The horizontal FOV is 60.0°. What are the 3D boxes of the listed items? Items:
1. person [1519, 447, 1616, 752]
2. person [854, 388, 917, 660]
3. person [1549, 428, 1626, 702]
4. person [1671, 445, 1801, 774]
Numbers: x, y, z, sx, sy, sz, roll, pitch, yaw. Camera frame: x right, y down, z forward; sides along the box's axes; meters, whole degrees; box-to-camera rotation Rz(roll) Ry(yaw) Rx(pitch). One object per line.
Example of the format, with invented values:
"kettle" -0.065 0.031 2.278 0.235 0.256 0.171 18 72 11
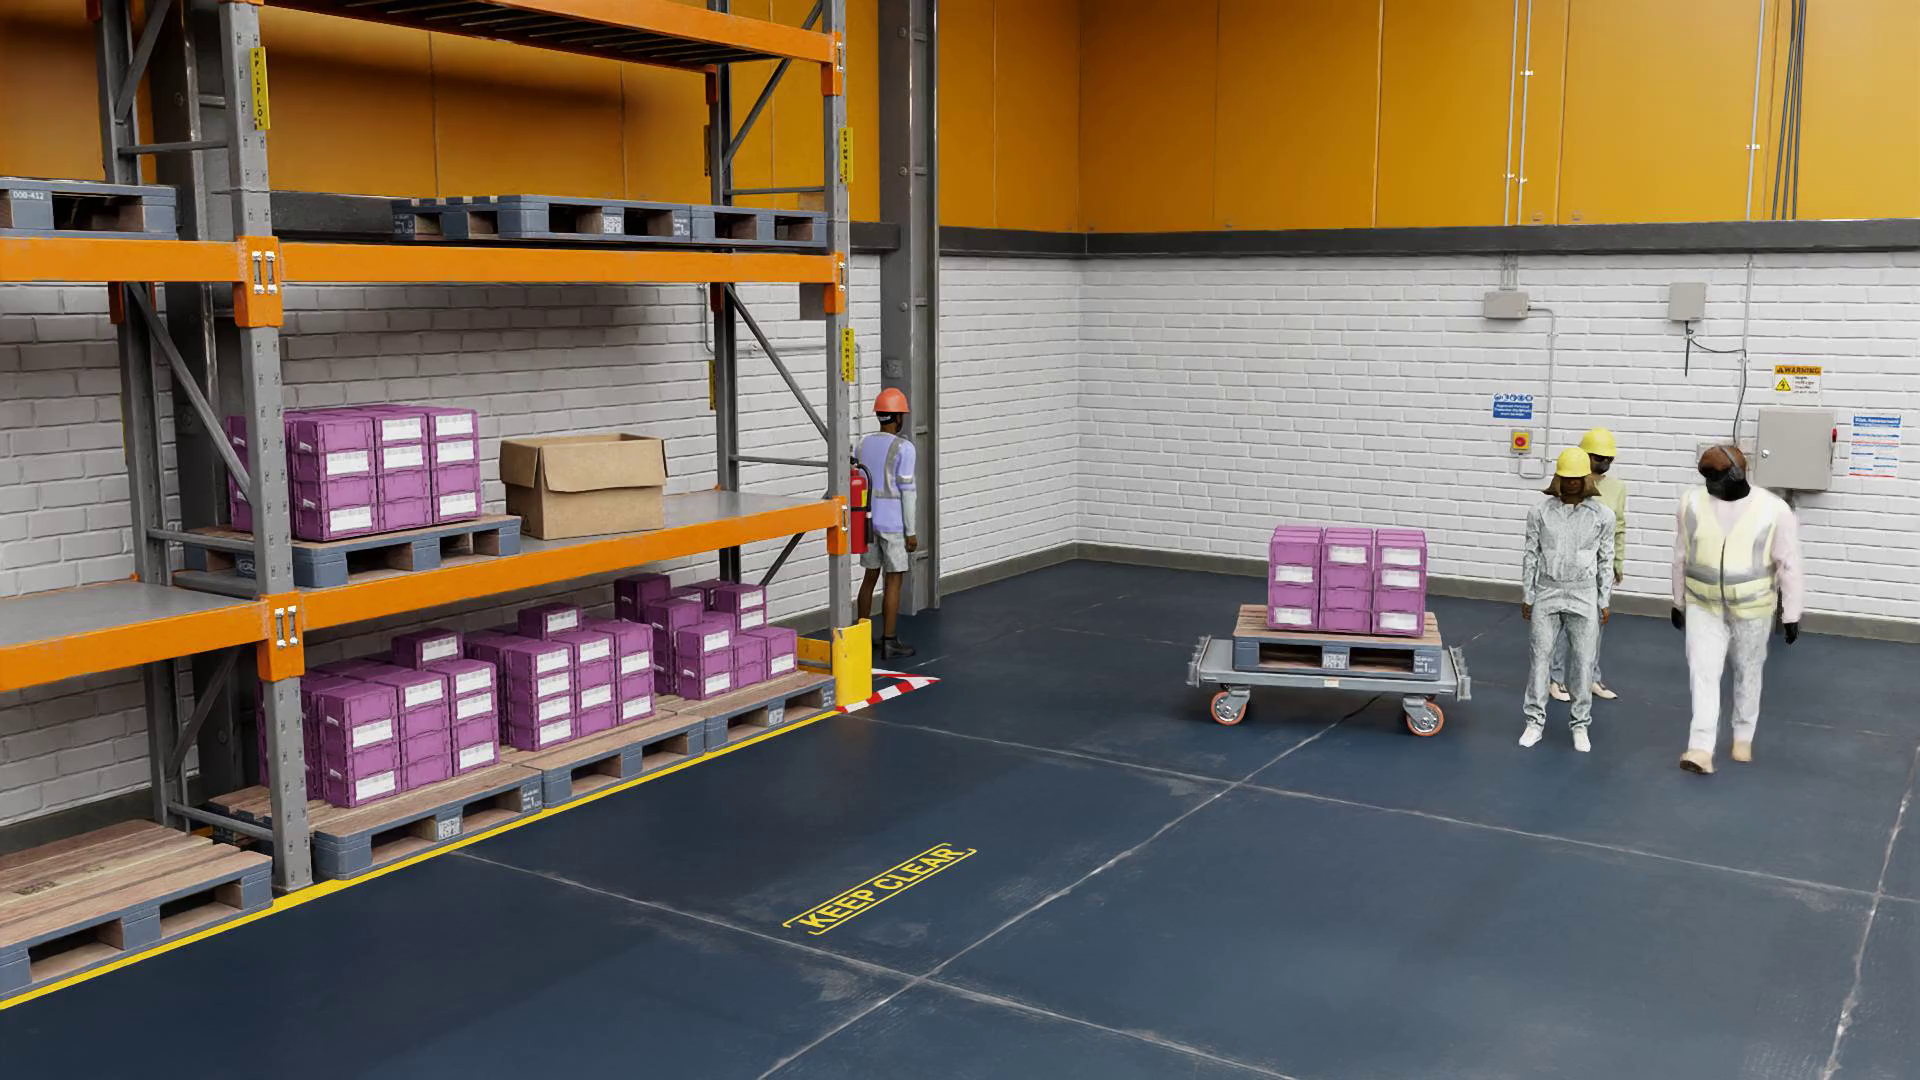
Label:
"person" 3.455 0.339 9.483 0.493 1.742 0.302 4 9 22
"person" -0.515 -0.121 11.911 0.560 1.924 0.424 9 12 44
"person" 4.007 0.160 10.594 0.527 1.760 0.340 -2 9 -15
"person" 4.174 0.388 9.037 0.683 1.771 0.946 6 11 35
